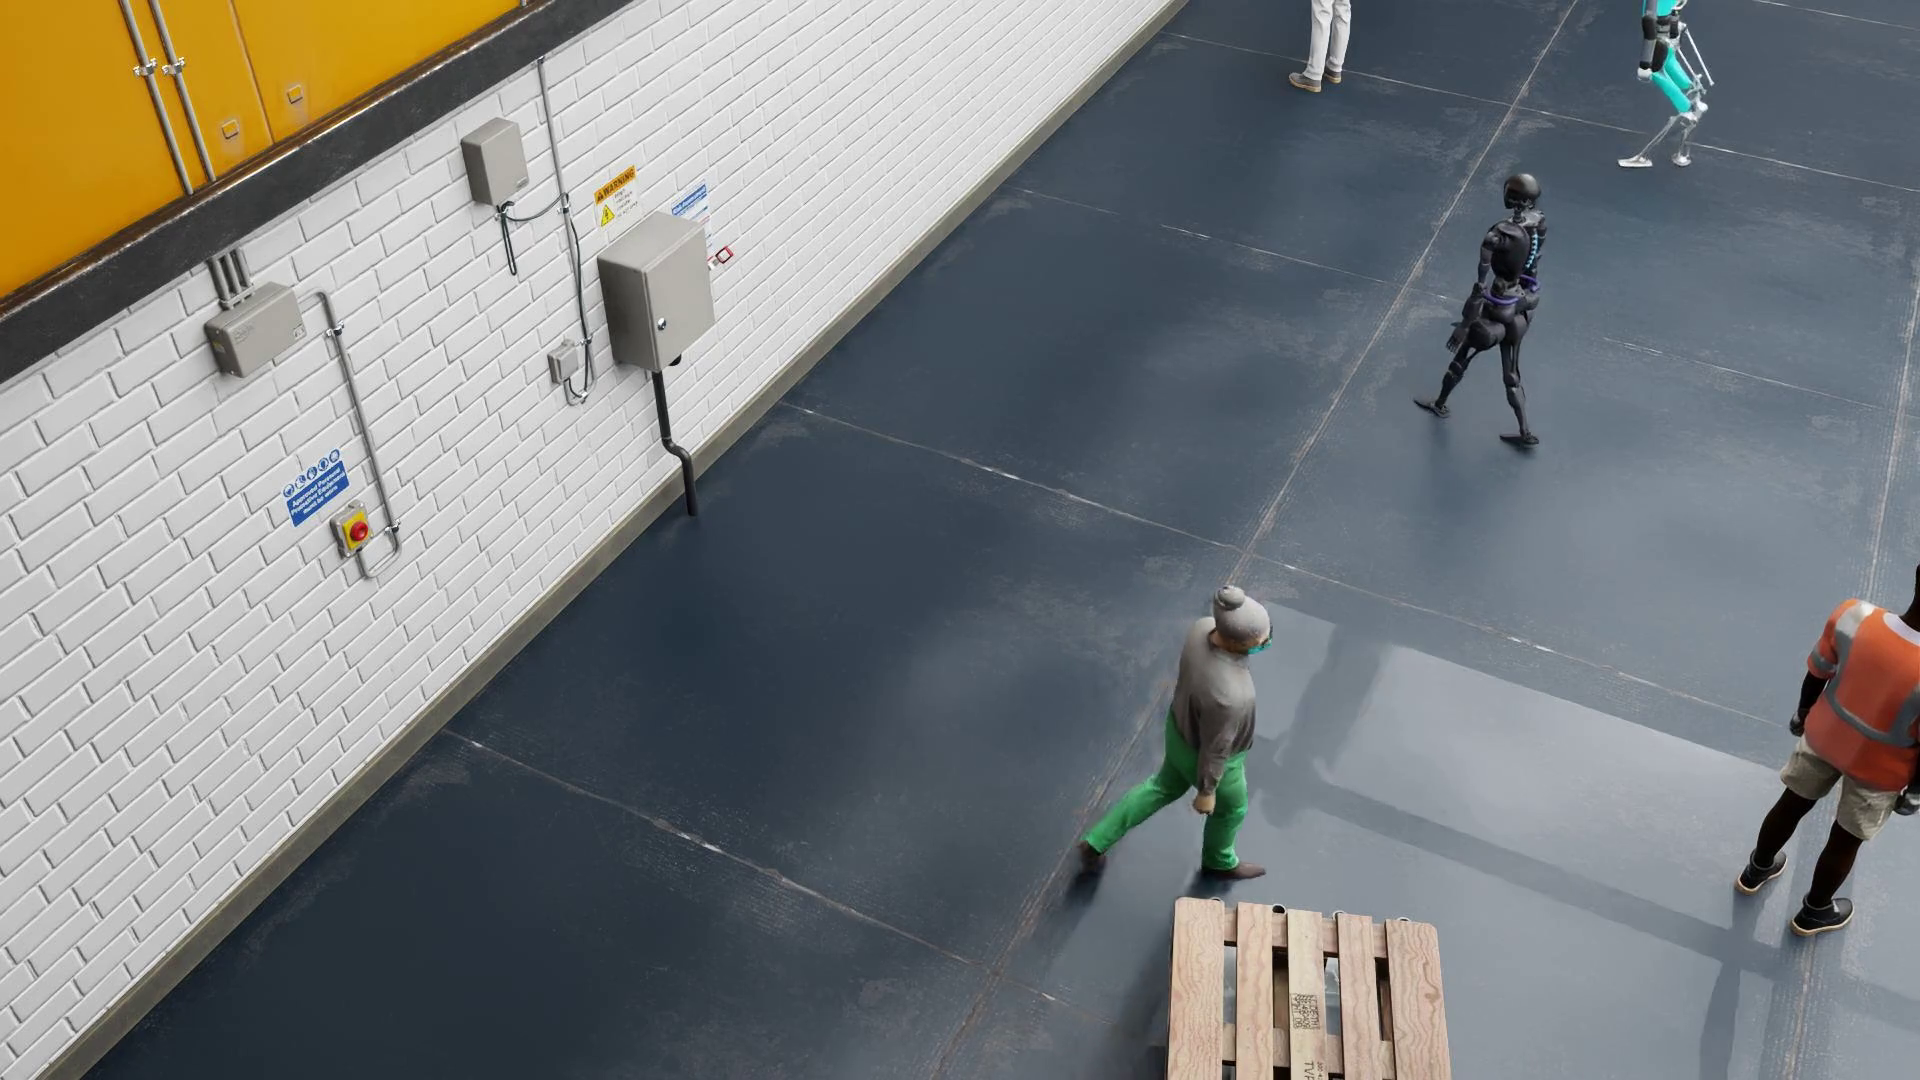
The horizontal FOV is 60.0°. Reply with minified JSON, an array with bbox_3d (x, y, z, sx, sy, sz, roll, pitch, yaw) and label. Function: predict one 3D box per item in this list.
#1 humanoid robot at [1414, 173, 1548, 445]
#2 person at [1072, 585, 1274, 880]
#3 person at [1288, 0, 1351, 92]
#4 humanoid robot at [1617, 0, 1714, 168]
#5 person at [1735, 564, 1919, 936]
[{"bbox_3d":[3.030,-1.283,9.286,0.611,1.626,0.783,-26,47,-27],"label":"humanoid robot"},{"bbox_3d":[0.915,0.820,6.708,0.808,1.821,0.524,-7,41,-8],"label":"person"},{"bbox_3d":[2.837,-4.353,12.647,0.572,1.887,0.356,-26,47,-27],"label":"person"},{"bbox_3d":[5.084,-3.370,11.622,0.876,1.768,0.586,26,47,27],"label":"humanoid robot"},{"bbox_3d":[3.576,0.816,6.599,0.371,1.958,0.600,-22,45,-24],"label":"person"}]
